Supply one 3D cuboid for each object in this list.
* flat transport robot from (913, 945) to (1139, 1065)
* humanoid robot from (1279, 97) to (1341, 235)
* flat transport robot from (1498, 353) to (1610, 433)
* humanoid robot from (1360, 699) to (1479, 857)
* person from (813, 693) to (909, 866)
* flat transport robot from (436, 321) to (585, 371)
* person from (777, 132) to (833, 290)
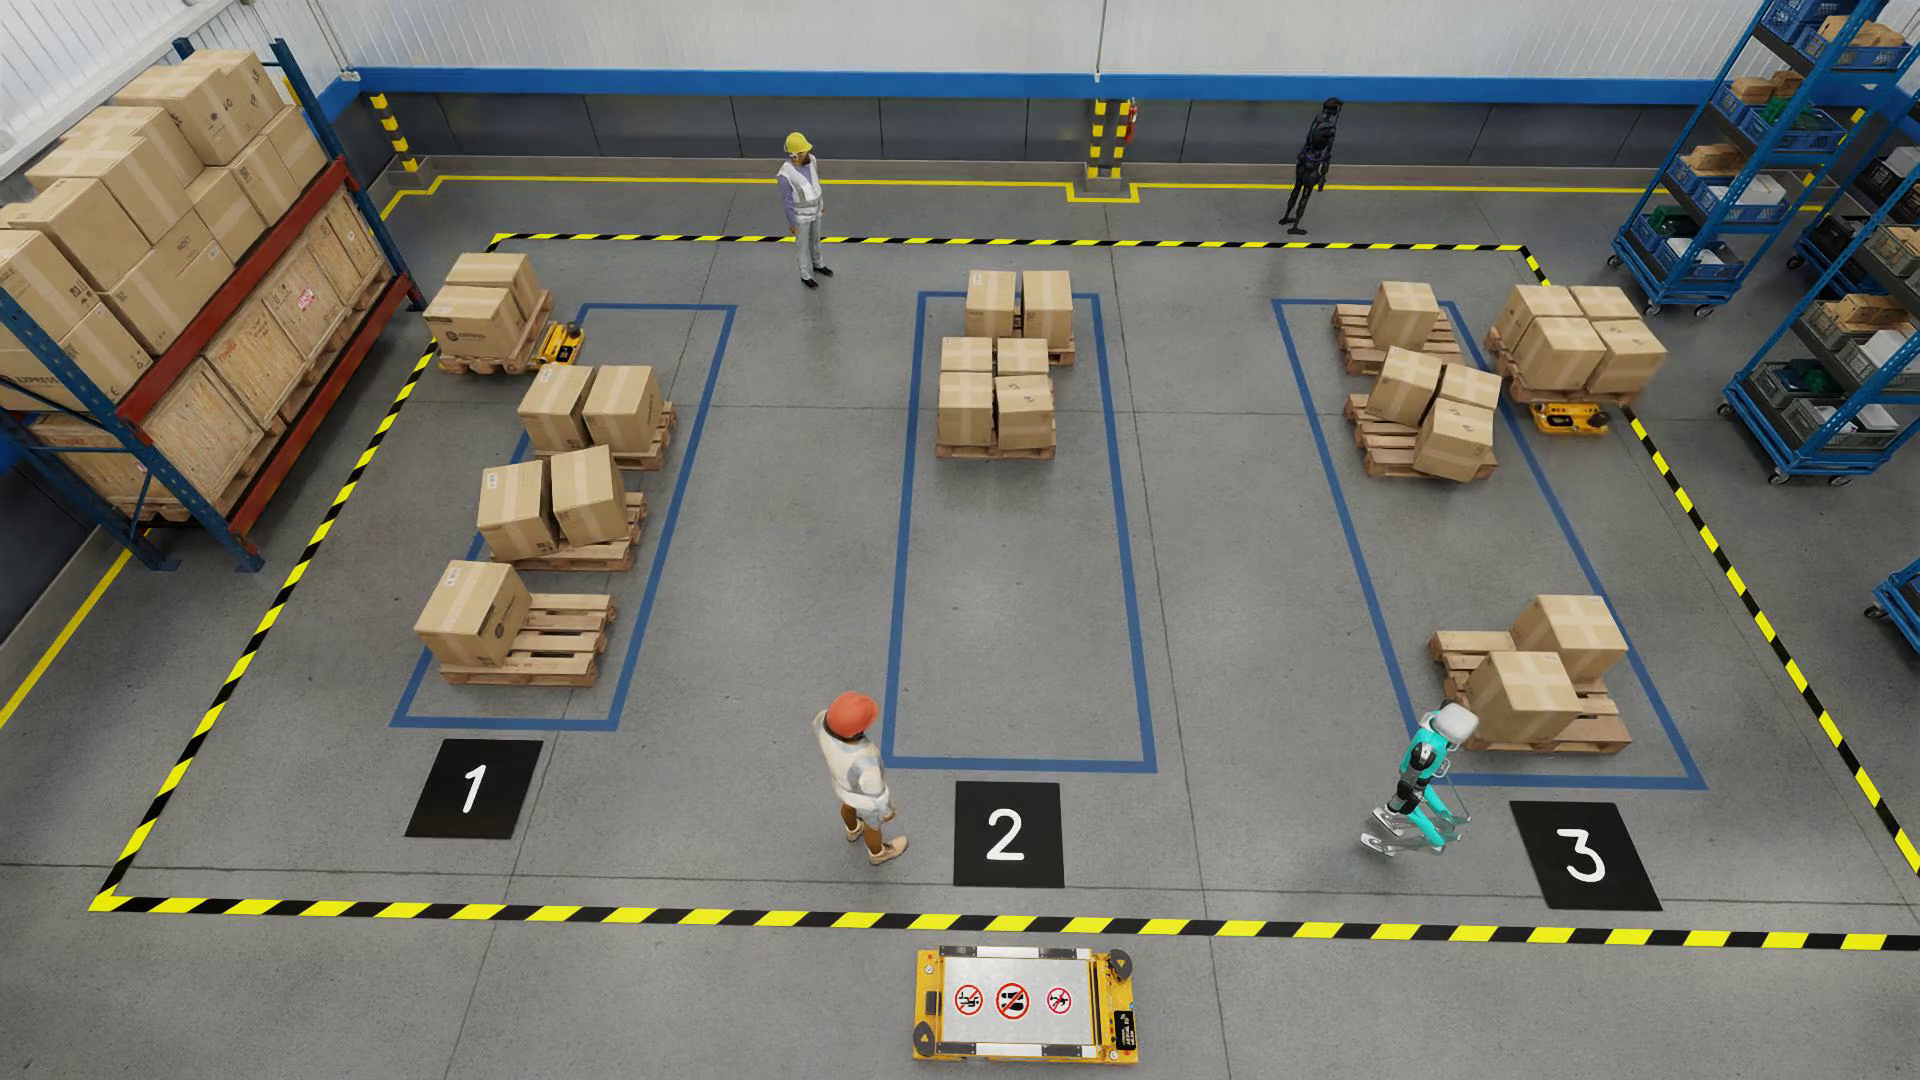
[{"bbox_3d":[0.422,3.041,6.007,1.431,0.231,0.659,1,51,1],"label":"flat transport robot"},{"bbox_3d":[4.352,-4.634,11.344,0.315,1.659,0.599,-8,51,-6],"label":"humanoid robot"},{"bbox_3d":[6.357,-1.720,9.870,0.652,0.197,1.431,1,51,1],"label":"flat transport robot"},{"bbox_3d":[3.164,1.702,6.067,0.735,1.672,0.533,35,59,25],"label":"humanoid robot"},{"bbox_3d":[-0.647,1.589,6.047,0.366,2.045,0.607,-36,59,-25],"label":"person"},{"bbox_3d":[-5.015,-2.175,10.241,1.431,0.197,0.652,1,51,0],"label":"flat transport robot"},{"bbox_3d":[-1.769,-3.787,10.559,0.404,1.836,0.599,25,55,19],"label":"person"}]
